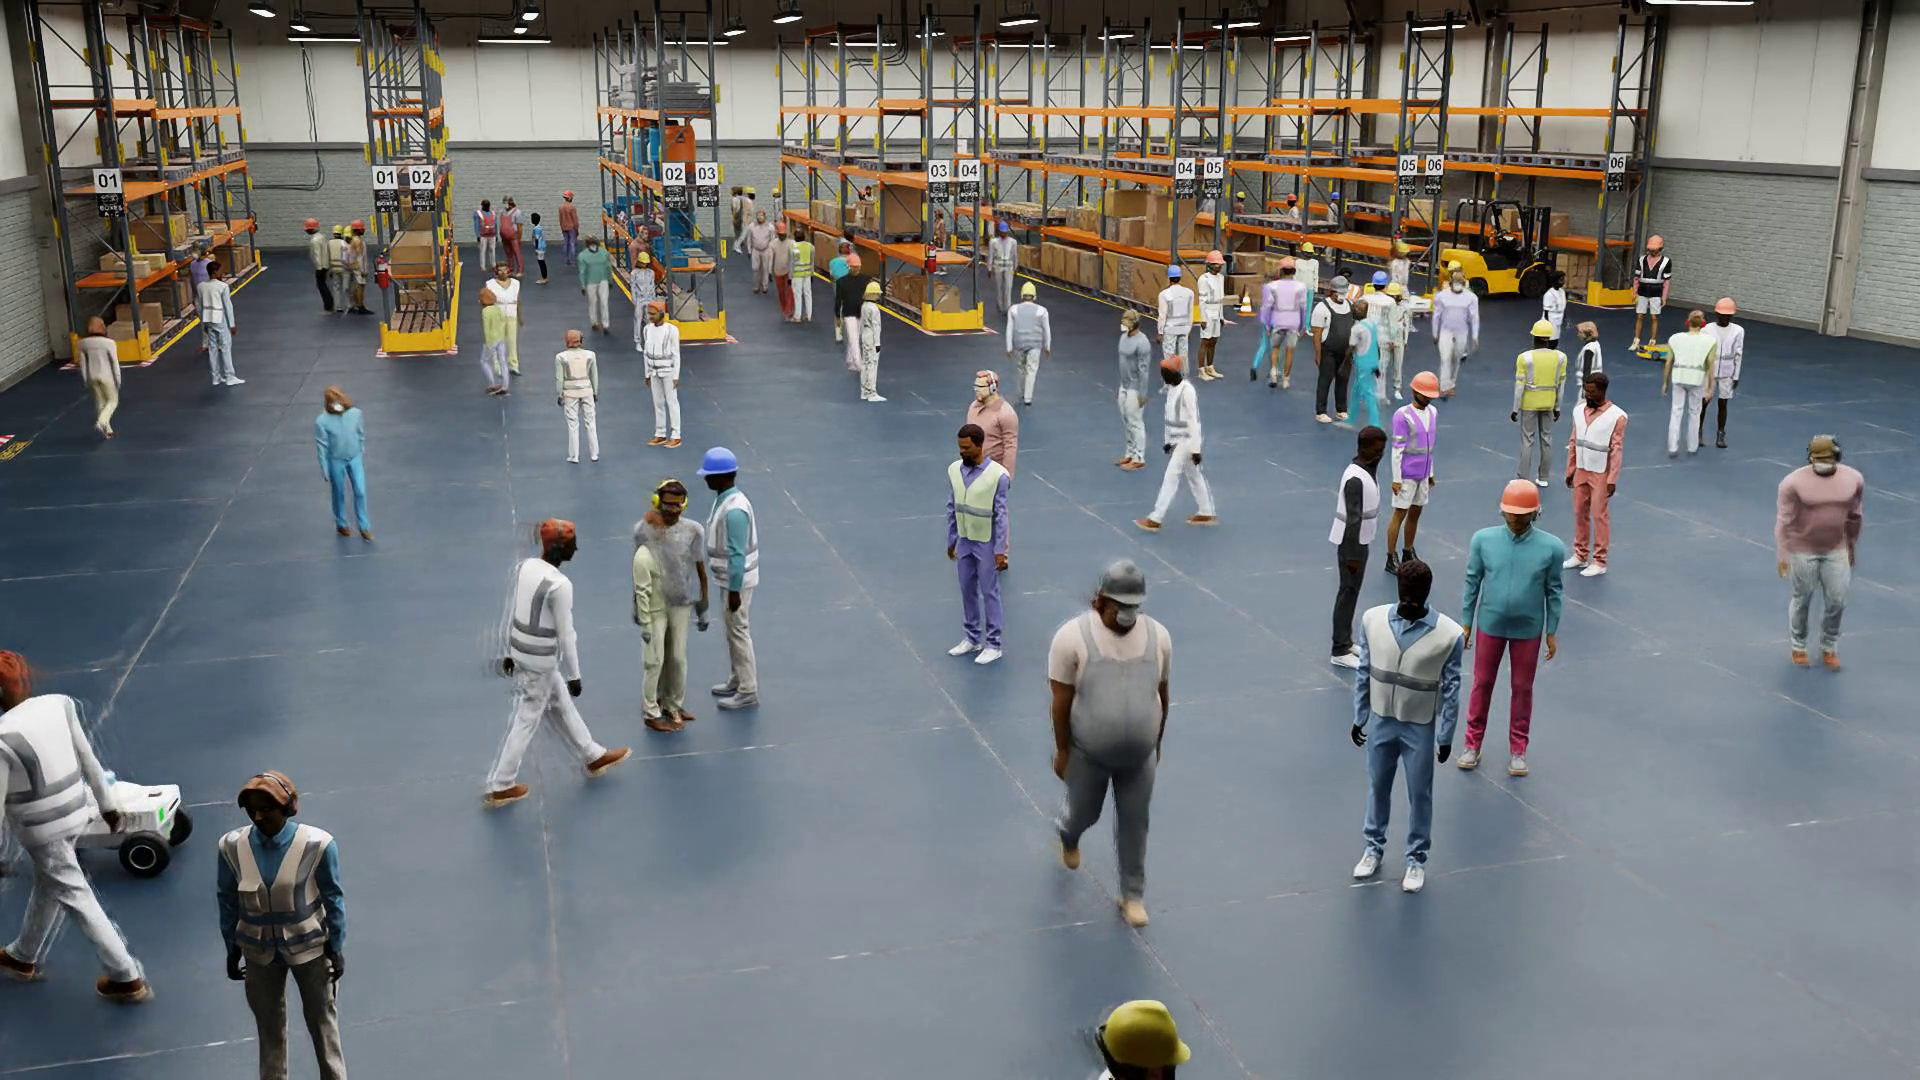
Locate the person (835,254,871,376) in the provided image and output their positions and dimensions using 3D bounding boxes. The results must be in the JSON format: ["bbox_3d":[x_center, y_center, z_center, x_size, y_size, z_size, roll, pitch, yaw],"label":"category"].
[{"bbox_3d":[-1.688,-3.646,26.874,0.611,1.941,1.068,-9,17,-30],"label":"person"}]

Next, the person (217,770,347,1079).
[{"bbox_3d":[-2.875,1.756,7.097,0.520,1.640,0.307,-1,15,-4],"label":"person"}]

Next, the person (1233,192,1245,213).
[{"bbox_3d":[7.989,-9.076,47.642,0.351,1.759,0.523,-6,16,-22],"label":"person"}]

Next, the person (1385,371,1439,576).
[{"bbox_3d":[4.251,-0.621,15.495,0.551,1.923,0.383,-10,18,-34],"label":"person"}]

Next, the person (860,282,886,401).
[{"bbox_3d":[-1.288,-2.925,24.517,0.319,1.740,0.492,-7,17,-26],"label":"person"}]

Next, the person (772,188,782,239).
[{"bbox_3d":[-5.505,-9.723,50.093,0.293,1.745,0.486,1,15,4],"label":"person"}]

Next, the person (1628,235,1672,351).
[{"bbox_3d":[12.091,-4.308,29.142,0.605,2.045,0.372,11,18,35],"label":"person"}]

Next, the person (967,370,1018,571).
[{"bbox_3d":[0.247,-0.647,15.629,0.409,1.906,0.652,-11,19,-37],"label":"person"}]

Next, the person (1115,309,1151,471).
[{"bbox_3d":[2.071,-1.805,19.944,0.372,1.932,0.636,-5,16,-17],"label":"person"}]

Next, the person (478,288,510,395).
[{"bbox_3d":[-7.021,-2.964,24.889,0.531,1.612,0.534,5,16,20],"label":"person"}]

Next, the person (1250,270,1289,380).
[{"bbox_3d":[4.918,-3.396,26.194,0.809,1.794,0.611,-11,19,-36],"label":"person"}]

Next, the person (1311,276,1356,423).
[{"bbox_3d":[5.167,-2.625,22.814,0.685,2.000,0.536,-7,17,-26],"label":"person"}]

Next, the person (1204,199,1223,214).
[{"bbox_3d":[7.198,-9.121,47.533,0.614,1.900,0.760,-3,15,-9],"label":"person"}]

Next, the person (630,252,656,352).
[{"bbox_3d":[-5.566,-4.205,29.344,0.484,1.737,0.305,-13,19,-40],"label":"person"}]

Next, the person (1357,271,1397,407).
[{"bbox_3d":[6.014,-2.901,24.026,0.610,1.950,0.377,12,19,38],"label":"person"}]

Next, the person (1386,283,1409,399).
[{"bbox_3d":[6.379,-2.939,24.592,0.493,1.732,0.324,1,15,3],"label":"person"}]

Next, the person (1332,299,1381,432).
[{"bbox_3d":[5.222,-2.267,21.907,0.873,1.801,0.518,11,19,37],"label":"person"}]

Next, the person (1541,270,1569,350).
[{"bbox_3d":[9.530,-3.486,26.726,0.553,1.688,0.321,-14,21,-43],"label":"person"}]

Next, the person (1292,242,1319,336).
[{"bbox_3d":[6.460,-4.685,31.116,0.526,1.760,0.344,-4,15,-14],"label":"person"}]

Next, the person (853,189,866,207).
[{"bbox_3d":[-2.693,-8.721,45.974,0.543,1.929,0.387,-3,15,-12],"label":"person"}]

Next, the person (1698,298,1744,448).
[{"bbox_3d":[9.637,-2.122,21.149,0.546,1.927,0.399,4,15,15],"label":"person"}]

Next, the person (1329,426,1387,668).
[{"bbox_3d":[3.099,0.038,13.043,0.393,1.911,0.590,5,16,19],"label":"person"}]

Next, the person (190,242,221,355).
[{"bbox_3d":[-13.123,-4.194,28.913,0.627,1.940,0.371,8,17,28],"label":"person"}]

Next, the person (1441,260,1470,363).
[{"bbox_3d":[8.231,-3.773,27.708,0.533,1.748,0.449,-7,16,-24],"label":"person"}]

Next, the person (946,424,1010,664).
[{"bbox_3d":[0.137,0.011,13.159,0.598,1.908,0.402,13,19,39],"label":"person"}]

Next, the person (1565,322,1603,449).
[{"bbox_3d":[8.049,-1.968,21.150,0.464,1.619,0.711,8,17,28],"label":"person"}]

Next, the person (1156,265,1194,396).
[{"bbox_3d":[3.208,-3.128,24.892,0.605,1.944,0.402,-7,16,-24],"label":"person"}]

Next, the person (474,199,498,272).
[{"bbox_3d":[-12.187,-7.848,42.879,0.630,1.837,0.430,-13,20,-40],"label":"person"}]

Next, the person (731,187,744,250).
[{"bbox_3d":[-6.564,-9.472,48.973,0.341,1.839,0.504,3,15,12],"label":"person"}]

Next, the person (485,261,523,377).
[{"bbox_3d":[-7.296,-3.541,26.636,0.570,1.843,0.372,-10,18,-32],"label":"person"}]

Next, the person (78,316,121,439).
[{"bbox_3d":[-11.183,-2.089,21.593,0.499,1.621,0.535,0,15,0],"label":"person"}]

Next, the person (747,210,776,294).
[{"bbox_3d":[-4.525,-6.558,37.895,0.673,1.887,0.657,-1,15,-2],"label":"person"}]

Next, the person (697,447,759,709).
[{"bbox_3d":[-1.674,0.272,12.118,0.421,1.935,0.621,-4,16,-16],"label":"person"}]

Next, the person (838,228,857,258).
[{"bbox_3d":[-2.279,-5.508,34.141,0.433,1.800,0.811,1,15,3],"label":"person"}]

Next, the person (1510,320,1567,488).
[{"bbox_3d":[6.574,-1.542,18.950,0.589,1.930,0.361,-2,15,-7],"label":"person"}]

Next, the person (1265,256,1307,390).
[{"bbox_3d":[4.990,-3.317,25.439,0.627,2.025,0.467,4,15,15],"label":"person"}]

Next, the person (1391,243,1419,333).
[{"bbox_3d":[8.370,-4.748,31.439,0.494,1.700,0.860,-7,17,-26],"label":"person"}]

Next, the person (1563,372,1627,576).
[{"bbox_3d":[5.924,-0.627,15.563,0.407,1.906,0.597,-7,17,-26],"label":"person"}]

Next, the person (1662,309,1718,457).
[{"bbox_3d":[9.030,-1.932,20.605,0.578,1.847,0.413,9,17,30],"label":"person"}]

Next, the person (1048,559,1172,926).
[{"bbox_3d":[0.813,1.030,9.061,0.689,2.000,0.753,-2,15,-8],"label":"person"}]

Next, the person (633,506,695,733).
[{"bbox_3d":[-2.096,0.544,11.690,0.287,1.623,0.507,6,16,21],"label":"person"}]

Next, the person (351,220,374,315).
[{"bbox_3d":[-12.344,-5.619,34.279,0.375,1.935,0.551,-8,17,-28],"label":"person"}]
